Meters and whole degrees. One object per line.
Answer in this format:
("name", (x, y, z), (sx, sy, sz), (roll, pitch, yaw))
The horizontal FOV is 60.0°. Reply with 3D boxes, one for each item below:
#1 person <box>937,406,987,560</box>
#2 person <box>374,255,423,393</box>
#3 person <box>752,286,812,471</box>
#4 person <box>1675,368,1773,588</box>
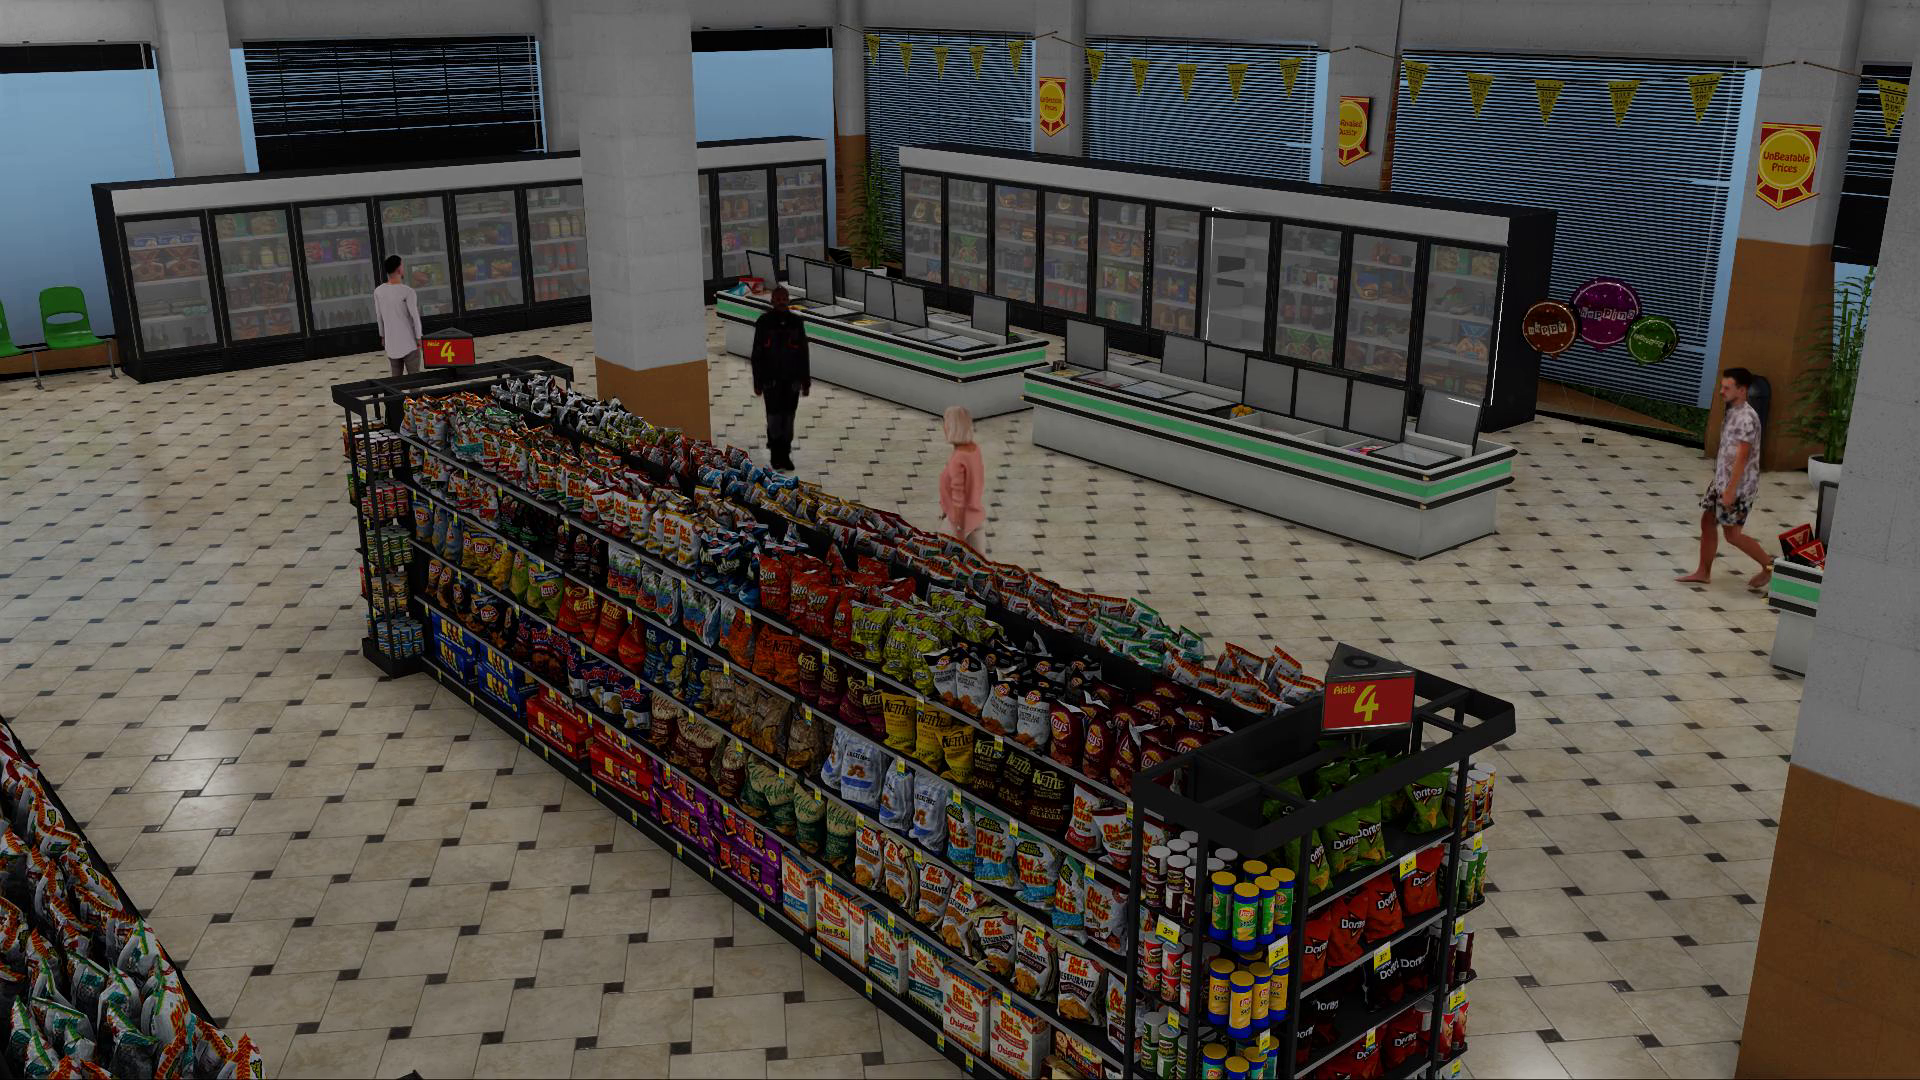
("person", (0.104, -0.123, 12.212), (1.161, 1.682, 0.900), (9, 20, 24))
("person", (-6.063, -2.177, 18.059), (0.698, 1.839, 0.807), (5, 19, 15))
("person", (-1.787, -1.619, 16.441), (0.809, 1.815, 0.788), (-7, 20, -19))
("person", (6.142, -0.443, 13.002), (1.104, 1.784, 1.028), (4, 19, 13))
